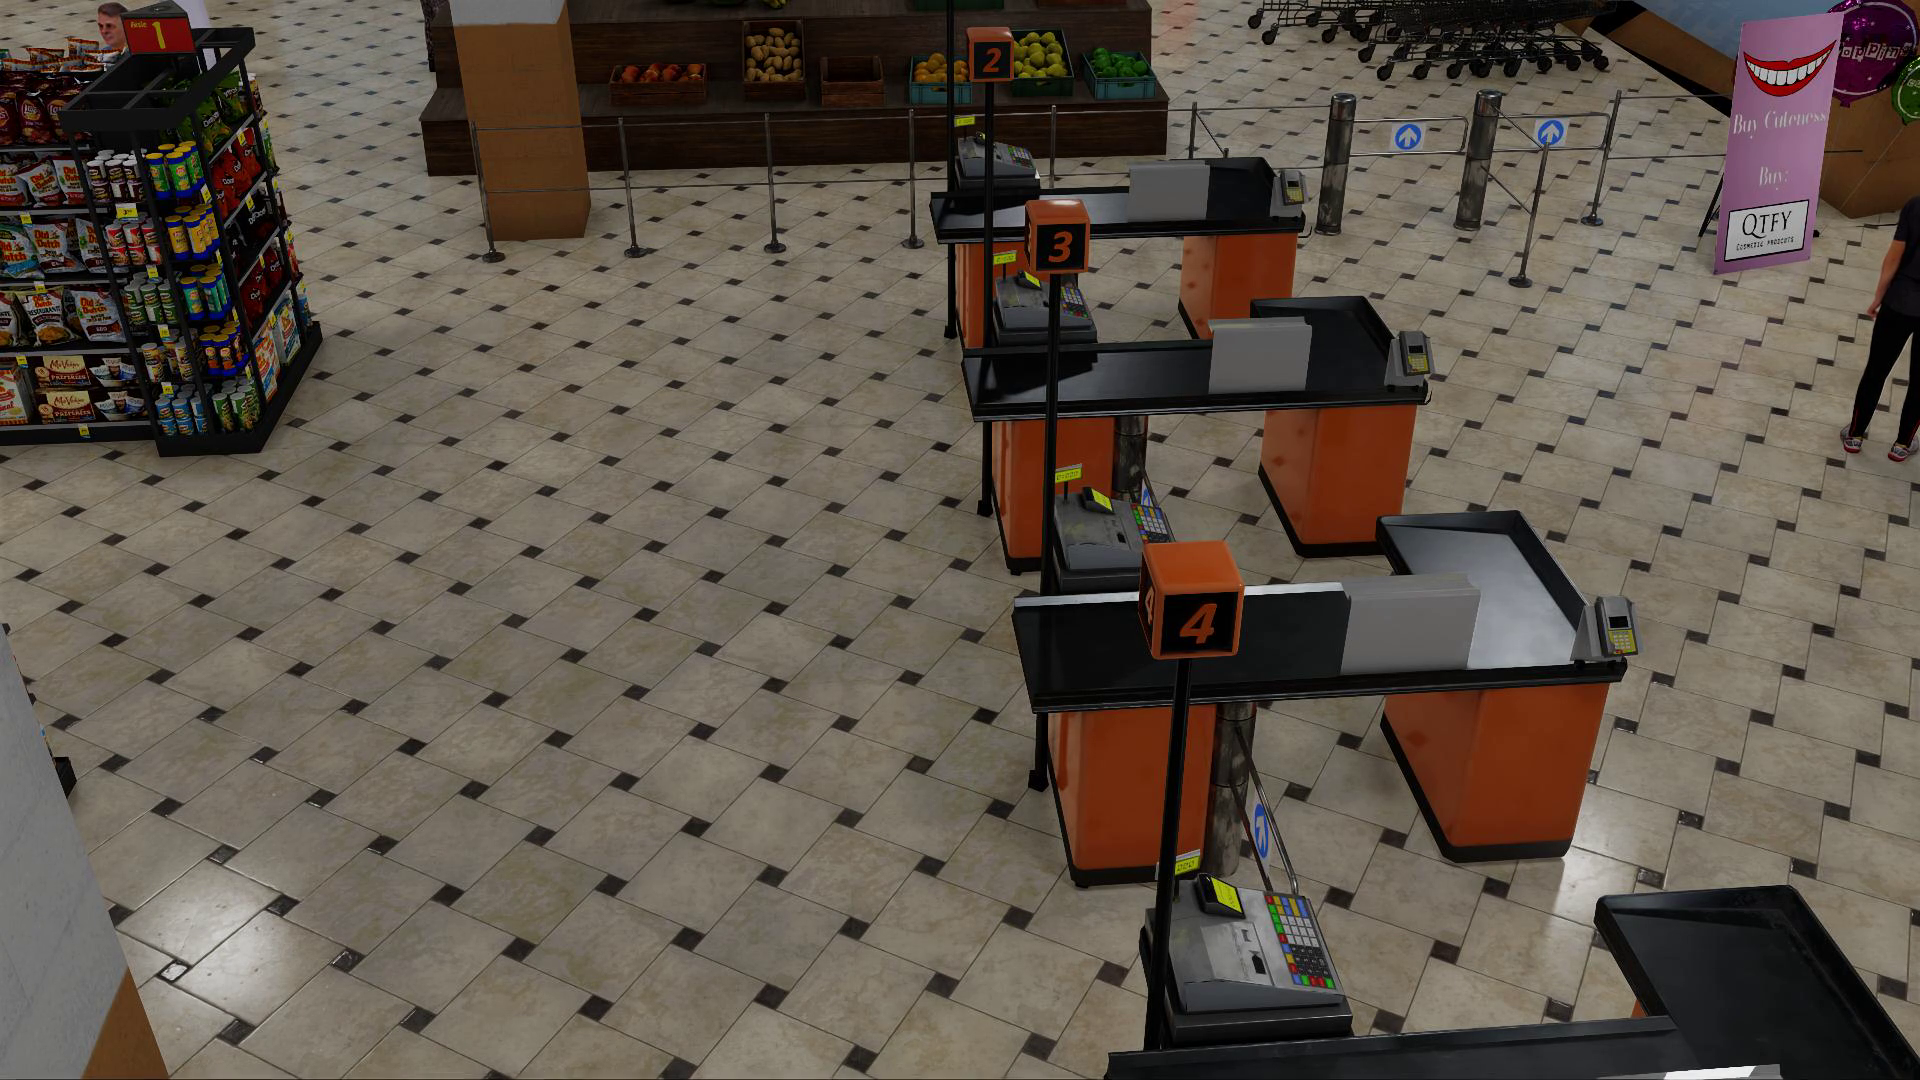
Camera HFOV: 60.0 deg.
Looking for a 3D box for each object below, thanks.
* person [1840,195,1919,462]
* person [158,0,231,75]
[{"bbox_3d":[5.213,-1.274,9.039,0.672,1.763,0.779,17,36,25],"label":"person"},{"bbox_3d":[-7.174,-5.216,15.221,0.849,1.925,0.814,-25,40,-35],"label":"person"}]
